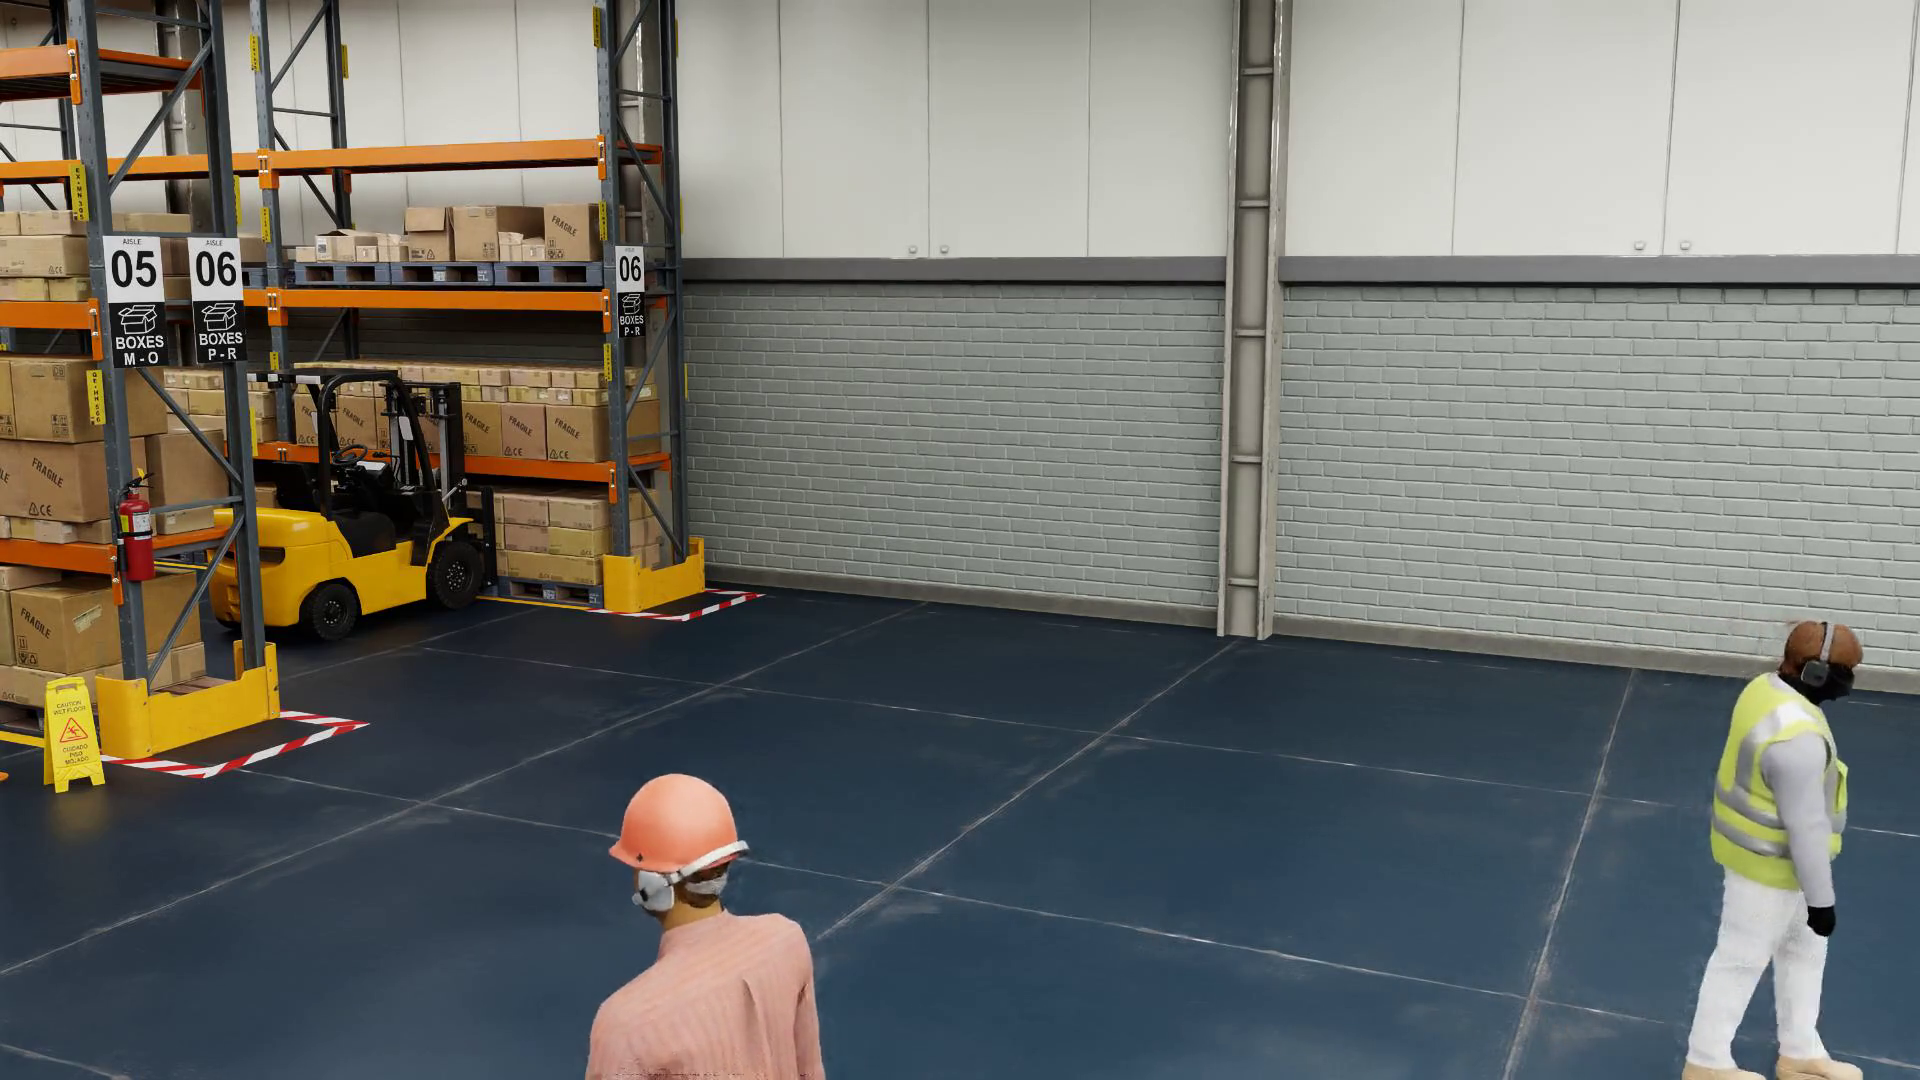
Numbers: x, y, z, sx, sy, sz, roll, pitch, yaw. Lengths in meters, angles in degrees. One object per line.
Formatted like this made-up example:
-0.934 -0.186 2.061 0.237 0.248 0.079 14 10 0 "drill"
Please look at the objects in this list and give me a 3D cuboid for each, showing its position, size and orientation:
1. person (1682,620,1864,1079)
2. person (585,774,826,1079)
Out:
3.025 1.169 5.962 0.756 1.808 0.649 3 10 20 "person"
-0.668 1.465 3.693 0.962 1.951 0.652 6 11 31 "person"
